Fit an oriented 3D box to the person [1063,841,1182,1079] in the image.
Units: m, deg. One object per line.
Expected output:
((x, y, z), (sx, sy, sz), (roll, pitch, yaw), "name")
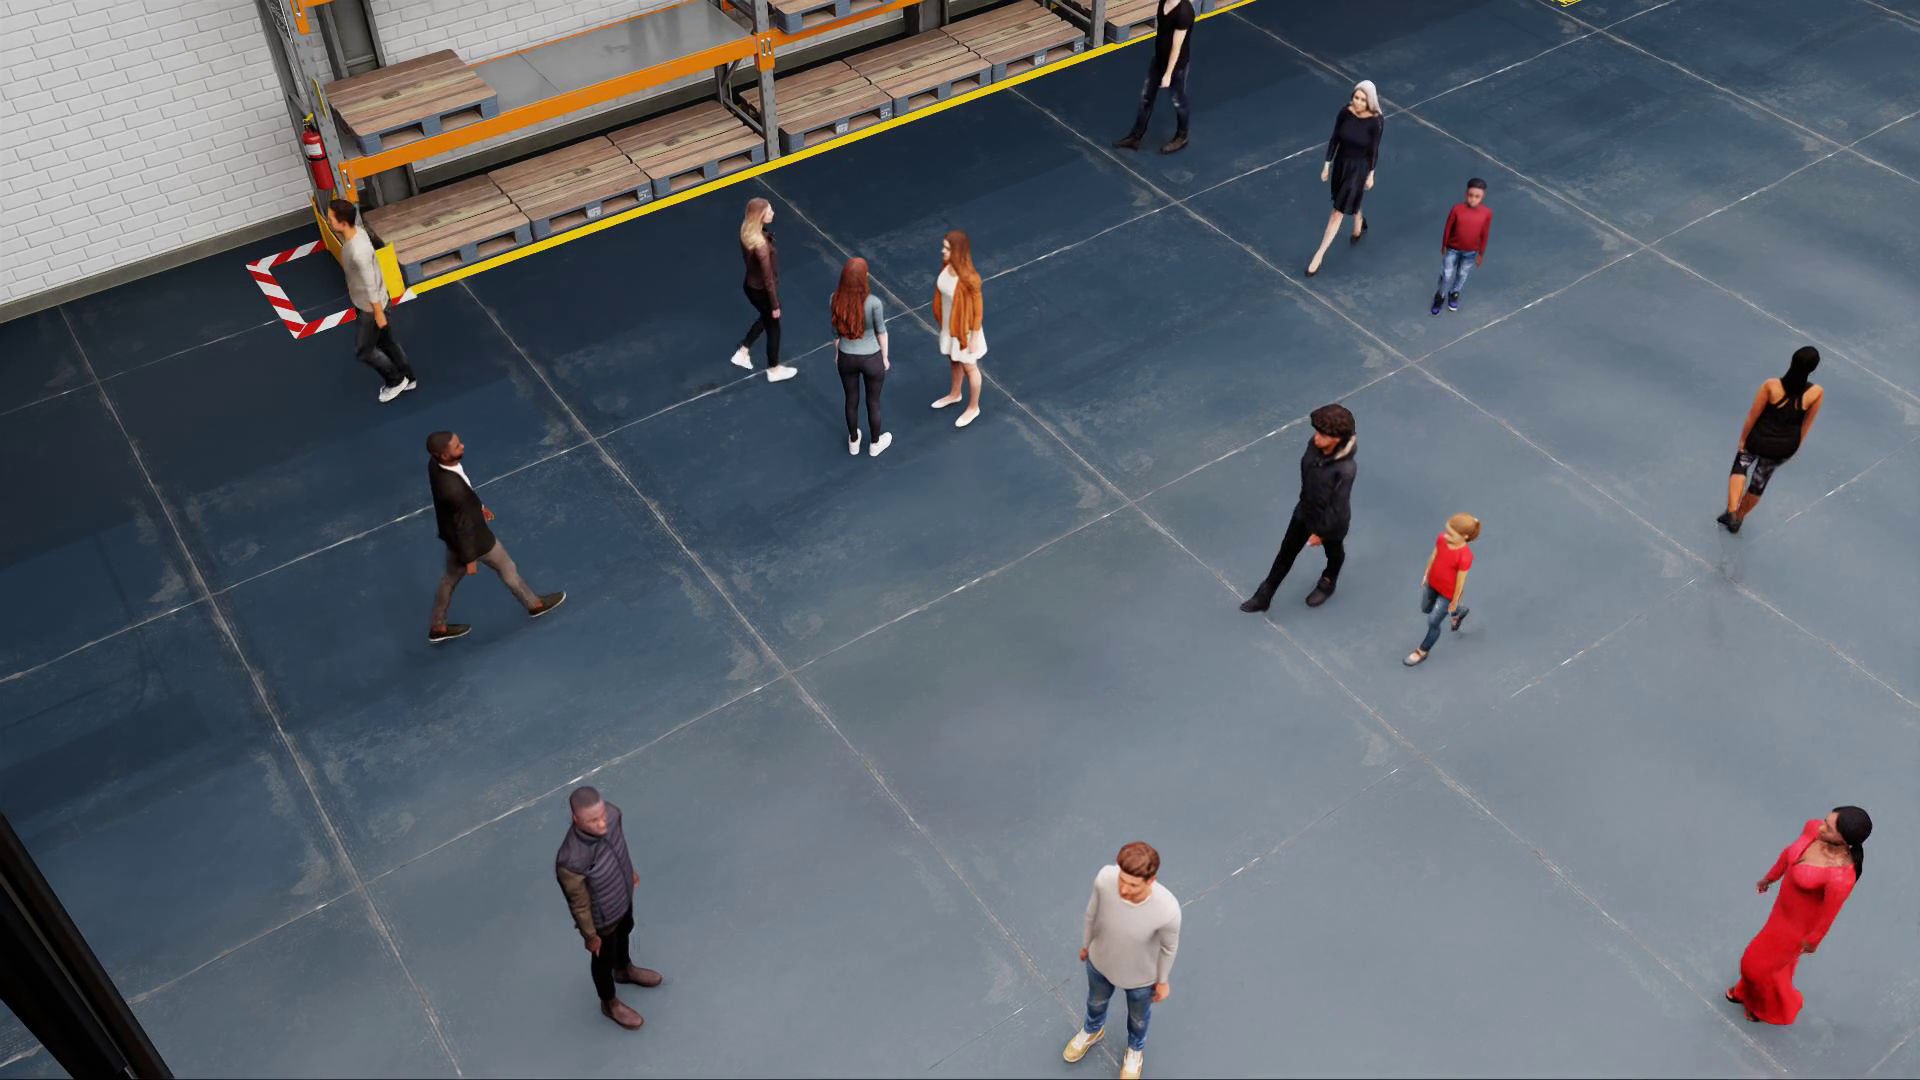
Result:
((0.859, 2.160, 8.594), (0.747, 1.904, 0.735), (22, 48, 22), "person")

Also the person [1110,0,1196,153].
((2.063, -4.489, 15.599), (1.065, 1.868, 0.812), (-19, 47, -19), "person")

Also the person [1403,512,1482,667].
((3.254, 0.296, 10.991), (0.796, 1.296, 0.555), (-17, 46, -17), "person")

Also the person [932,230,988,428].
((0.014, -1.651, 12.726), (0.554, 1.722, 0.601), (-27, 50, -25), "person")

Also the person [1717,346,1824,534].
((5.725, -0.662, 11.738), (0.726, 1.652, 0.779), (14, 45, 14), "person")

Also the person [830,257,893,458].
((-0.741, -1.349, 12.394), (0.670, 1.743, 0.719), (10, 45, 10), "person")

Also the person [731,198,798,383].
((-1.623, -1.928, 13.038), (0.792, 1.693, 0.699), (-18, 47, -18), "person")

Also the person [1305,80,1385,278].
((3.394, -3.170, 14.344), (0.797, 1.689, 1.245), (30, 51, 28), "person")

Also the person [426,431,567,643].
((-3.334, 0.013, 10.958), (1.162, 1.751, 0.660), (-24, 49, -23), "person")

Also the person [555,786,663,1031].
((-1.896, 1.932, 8.883), (0.834, 1.835, 0.743), (12, 45, 12), "person")

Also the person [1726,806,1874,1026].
((4.540, 2.006, 8.847), (0.829, 1.777, 0.770), (5, 44, 6), "person")

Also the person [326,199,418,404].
((-4.481, -1.867, 12.897), (0.670, 1.799, 0.707), (-19, 47, -19), "person")

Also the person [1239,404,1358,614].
((2.510, -0.217, 11.209), (1.012, 1.739, 0.609), (-26, 50, -25), "person")

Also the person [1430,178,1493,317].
((4.233, -2.510, 13.973), (0.626, 1.246, 0.686), (8, 44, 8), "person")
